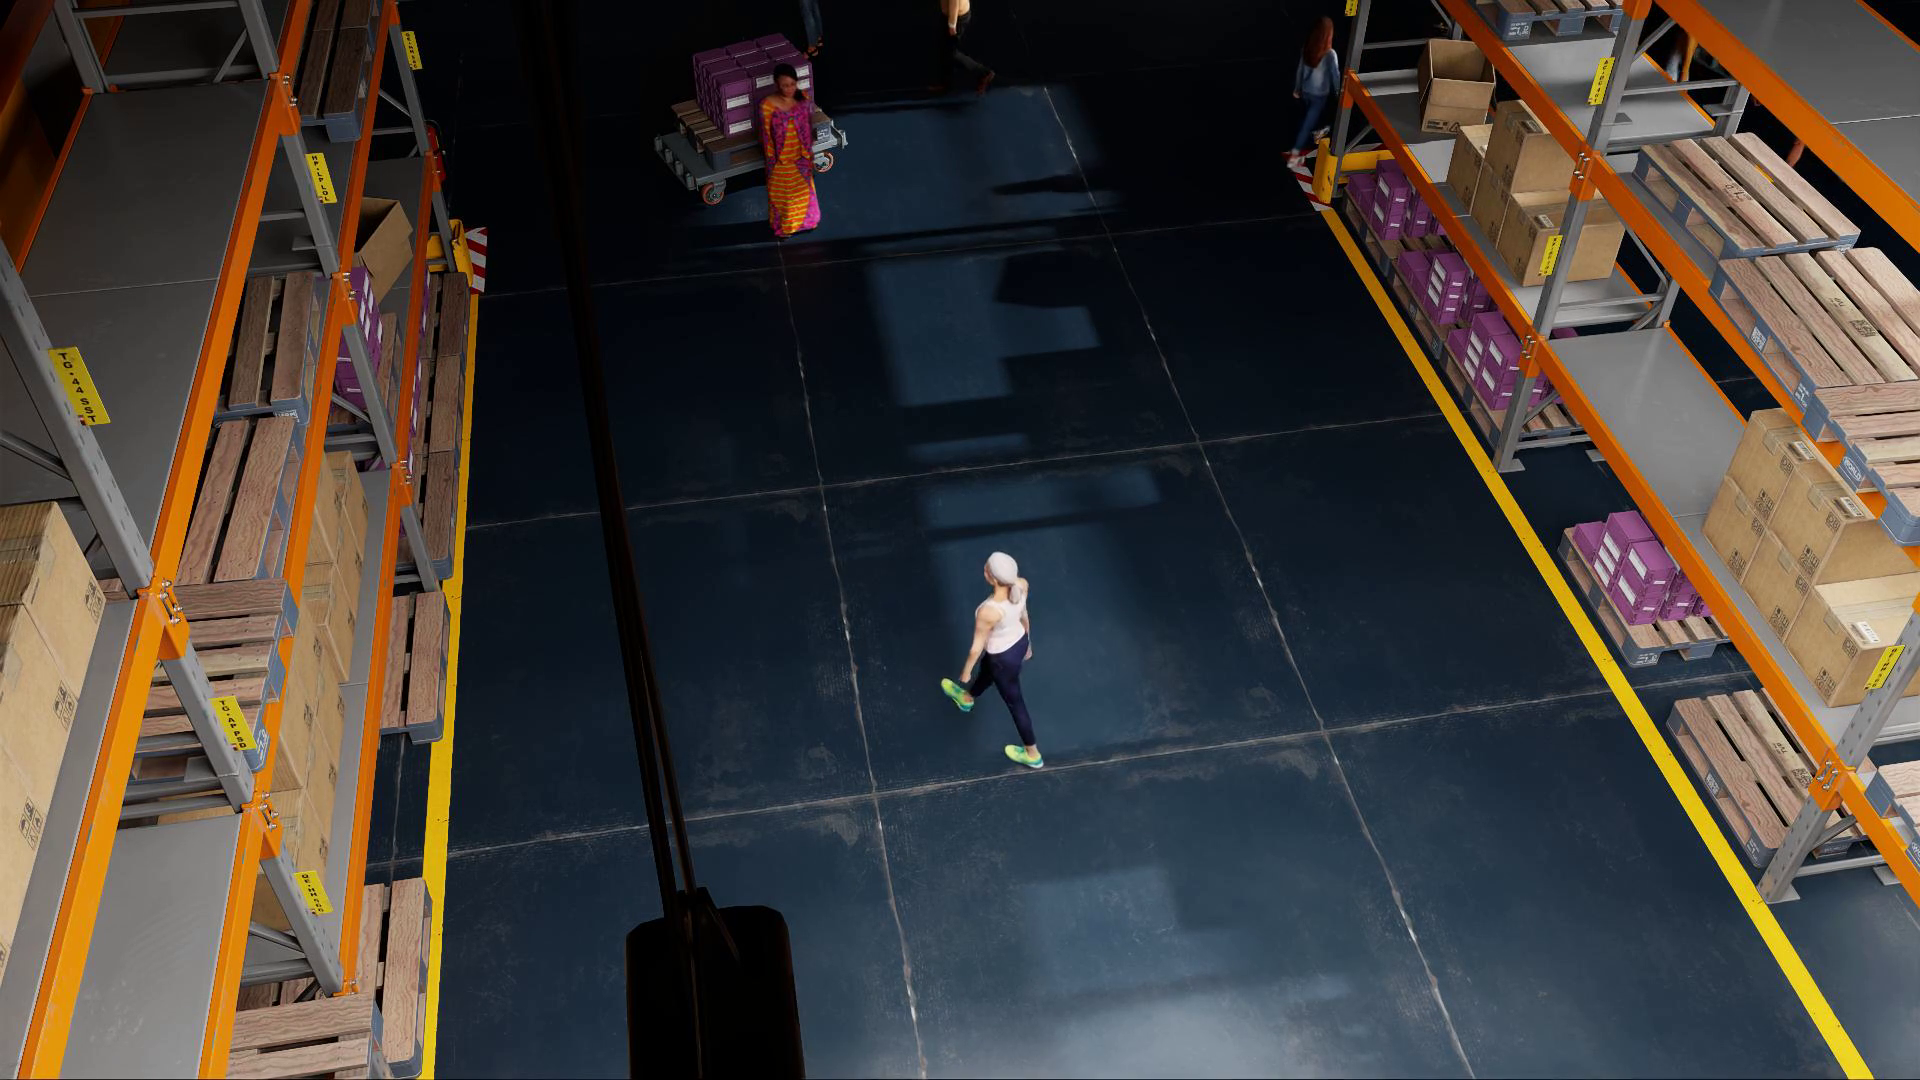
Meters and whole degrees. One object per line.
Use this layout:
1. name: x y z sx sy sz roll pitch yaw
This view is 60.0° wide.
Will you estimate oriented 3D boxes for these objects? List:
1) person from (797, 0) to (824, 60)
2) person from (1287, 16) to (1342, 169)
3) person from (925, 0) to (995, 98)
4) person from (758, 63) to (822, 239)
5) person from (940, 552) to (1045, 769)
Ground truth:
1. person: -1.596 -5.804 17.211 0.757 1.680 0.617 10 44 10
2. person: 3.295 -4.185 15.681 0.930 1.446 0.980 -31 52 -28
3. person: 0.013 -5.204 16.538 0.838 1.739 0.939 1 44 1
4. person: -1.511 -3.473 14.766 0.737 1.676 0.755 -20 47 -20
5. person: 0.354 0.782 10.311 1.150 1.661 1.095 26 49 25
